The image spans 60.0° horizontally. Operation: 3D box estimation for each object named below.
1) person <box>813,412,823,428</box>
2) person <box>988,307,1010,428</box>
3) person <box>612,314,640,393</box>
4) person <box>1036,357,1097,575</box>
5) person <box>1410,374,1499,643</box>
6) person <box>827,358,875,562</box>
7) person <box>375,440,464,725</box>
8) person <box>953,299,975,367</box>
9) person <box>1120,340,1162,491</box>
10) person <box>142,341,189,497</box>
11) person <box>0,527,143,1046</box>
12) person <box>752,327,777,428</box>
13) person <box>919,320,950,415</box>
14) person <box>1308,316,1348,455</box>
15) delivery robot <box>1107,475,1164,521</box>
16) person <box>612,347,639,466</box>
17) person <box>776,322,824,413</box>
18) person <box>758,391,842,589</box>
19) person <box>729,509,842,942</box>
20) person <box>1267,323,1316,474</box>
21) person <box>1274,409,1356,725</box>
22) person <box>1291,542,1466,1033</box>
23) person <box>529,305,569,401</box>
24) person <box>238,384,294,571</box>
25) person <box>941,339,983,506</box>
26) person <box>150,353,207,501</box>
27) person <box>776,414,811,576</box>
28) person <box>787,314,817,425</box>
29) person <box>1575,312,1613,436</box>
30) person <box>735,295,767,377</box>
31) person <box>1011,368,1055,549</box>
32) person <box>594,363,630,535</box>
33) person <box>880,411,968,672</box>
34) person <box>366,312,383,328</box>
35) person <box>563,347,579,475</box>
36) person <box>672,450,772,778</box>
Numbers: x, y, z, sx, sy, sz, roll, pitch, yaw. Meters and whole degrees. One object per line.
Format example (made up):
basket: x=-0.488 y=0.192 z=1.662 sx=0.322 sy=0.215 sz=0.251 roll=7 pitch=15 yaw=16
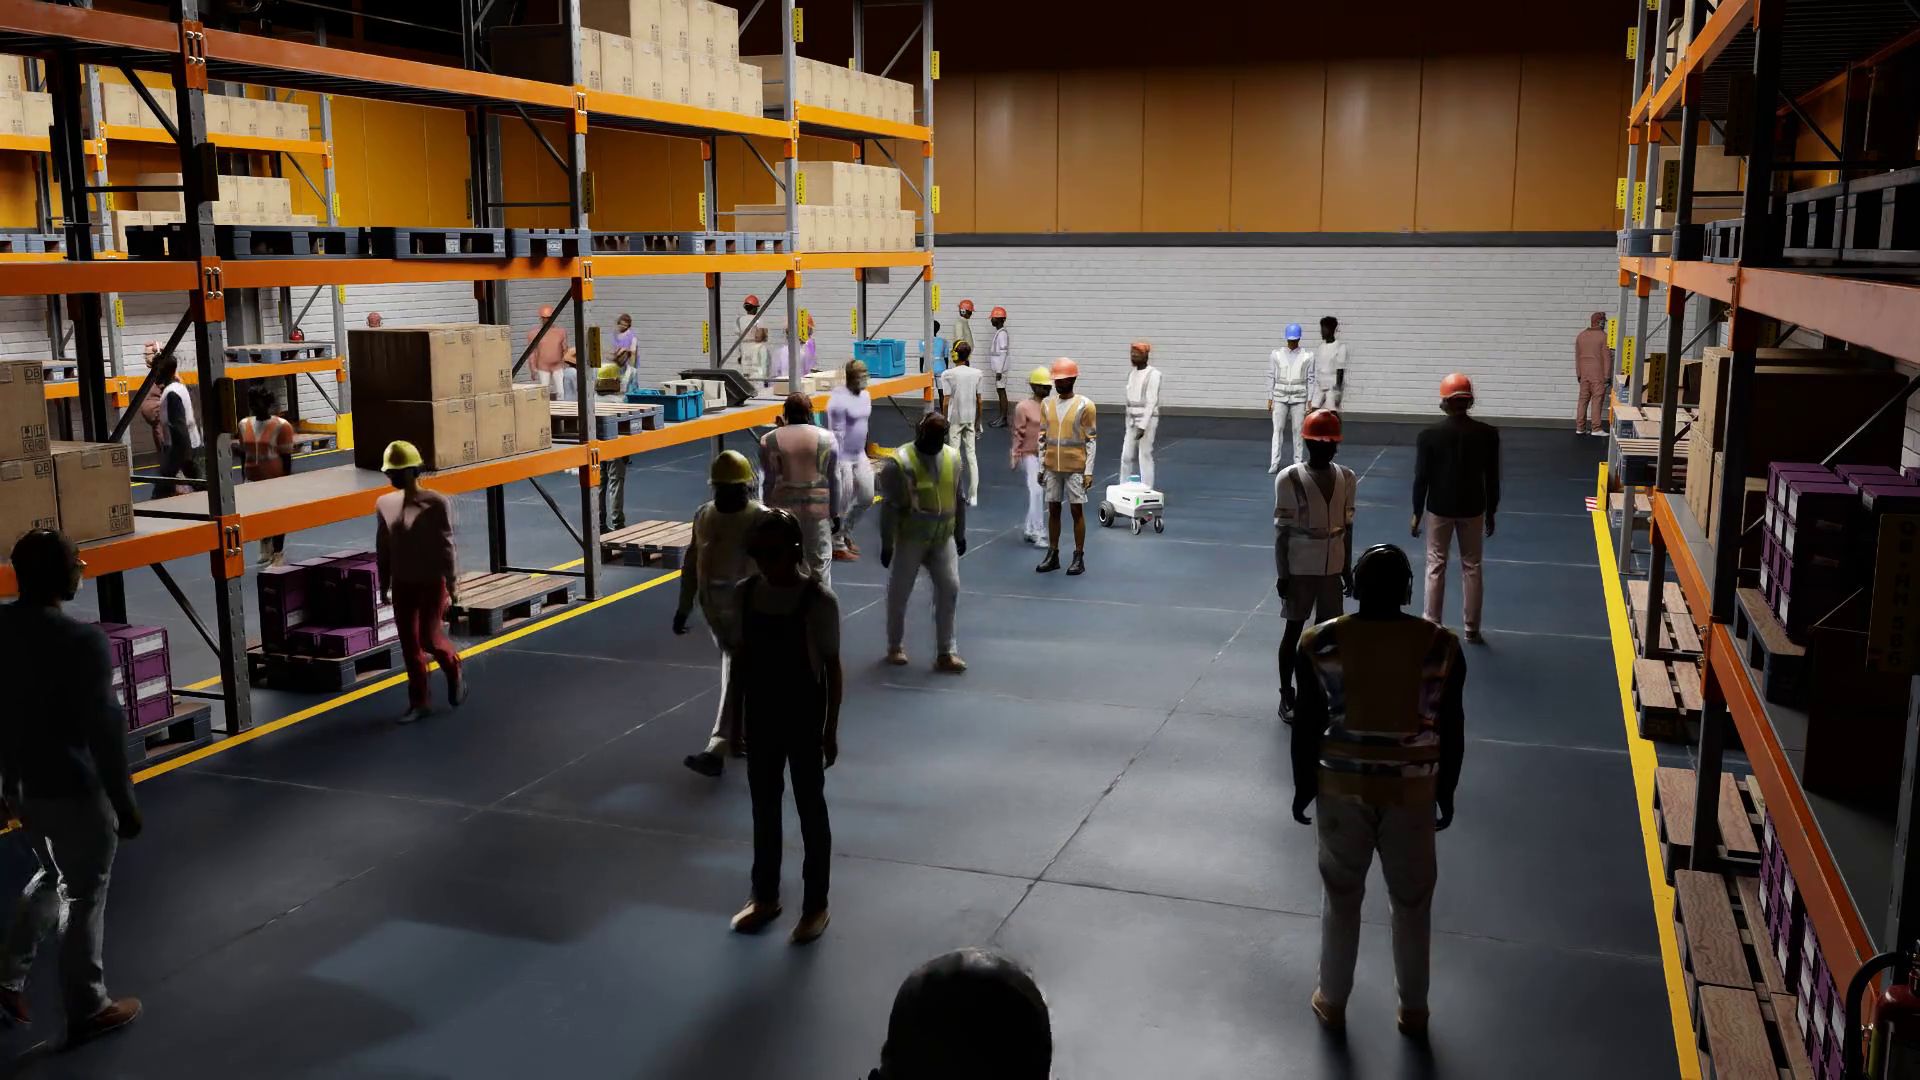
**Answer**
person: x=-2.423 y=-2.485 z=25.711 sx=0.531 sy=1.732 sz=0.888 roll=-7 pitch=12 yaw=-36
person: x=0.626 y=-2.766 z=26.687 sx=0.357 sy=1.938 sz=0.542 roll=0 pitch=10 yaw=-2
person: x=-5.521 y=-2.814 z=27.351 sx=0.401 sy=1.805 sz=0.743 roll=-10 pitch=14 yaw=-43
person: x=0.928 y=-0.653 z=14.788 sx=0.552 sy=1.935 sz=0.360 roll=6 pitch=12 yaw=29
person: x=3.630 y=-0.221 z=12.231 sx=0.632 sy=1.986 sz=0.405 roll=1 pitch=10 yaw=4
person: x=-1.018 y=-0.725 z=15.273 sx=0.502 sy=1.907 sz=0.640 roll=6 pitch=12 yaw=32
person: x=-3.315 y=0.254 z=10.188 sx=0.552 sy=1.750 sz=0.424 roll=3 pitch=10 yaw=16
person: x=0.071 y=-3.150 z=28.704 sx=0.391 sy=1.989 sz=0.611 roll=1 pitch=10 yaw=6
person: x=1.983 y=-1.278 z=18.502 sx=0.434 sy=1.875 sz=0.582 roll=-6 pitch=12 yaw=-31
person: x=-8.611 y=-1.199 z=17.990 sx=0.402 sy=1.901 sz=0.647 roll=-7 pitch=12 yaw=-36
person: x=-3.277 y=0.912 z=6.019 sx=0.643 sy=1.927 sz=0.474 roll=4 pitch=11 yaw=24
person: x=-3.243 y=-2.591 z=26.578 sx=0.621 sy=1.624 sz=0.515 roll=-5 pitch=11 yaw=-26
person: x=-0.429 y=-2.750 z=27.273 sx=0.536 sy=1.696 sz=0.322 roll=-3 pitch=11 yaw=-17
person: x=5.095 y=-2.123 z=23.050 sx=0.437 sy=1.950 sz=0.607 roll=-6 pitch=12 yaw=-29
delivery robot: x=1.800 y=-0.420 z=17.105 sx=0.477 sy=0.478 sz=0.707 roll=-4 pitch=11 yaw=-22
person: x=-4.530 y=-1.771 z=22.079 sx=0.523 sy=1.569 sz=0.891 roll=-7 pitch=12 yaw=-34
person: x=-2.004 y=-1.826 z=21.249 sx=0.625 sy=1.981 sz=1.055 roll=9 pitch=14 yaw=42
person: x=-1.193 y=-0.192 z=12.462 sx=0.621 sy=1.845 sz=0.429 roll=-1 pitch=10 yaw=-5
person: x=-0.743 y=0.774 z=7.015 sx=0.516 sy=1.842 sz=0.328 roll=4 pitch=11 yaw=22
person: x=4.223 y=-1.806 z=21.270 sx=0.602 sy=1.943 sz=0.394 roll=3 pitch=10 yaw=15
person: x=2.183 y=0.164 z=10.185 sx=0.545 sy=1.938 sz=0.359 roll=-4 pitch=11 yaw=-19
person: x=1.542 y=0.923 z=6.184 sx=0.619 sy=1.845 sz=0.430 roll=2 pitch=10 yaw=10
person: x=-6.439 y=-2.696 z=26.187 sx=0.664 sy=1.964 sz=0.810 roll=-5 pitch=11 yaw=-24
person: x=-6.223 y=-0.552 z=14.919 sx=0.541 sy=1.691 sz=0.422 roll=1 pitch=10 yaw=6
person: x=0.010 y=-1.304 z=18.627 sx=0.533 sy=1.876 sz=0.320 roll=-5 pitch=11 yaw=-24
person: x=-7.840 y=-0.924 z=16.514 sx=1.020 sy=1.862 sz=0.615 roll=-4 pitch=11 yaw=-21
person: x=-1.293 y=-0.181 z=12.966 sx=0.315 sy=1.641 sz=0.514 roll=-7 pitch=12 yaw=-34
person: x=-2.249 y=-2.308 z=24.107 sx=0.552 sy=1.935 sz=0.366 roll=9 pitch=14 yaw=42
person: x=9.752 y=-2.544 z=25.529 sx=0.408 sy=1.905 sz=0.653 roll=-5 pitch=11 yaw=-26
person: x=-3.645 y=-3.269 z=29.229 sx=0.616 sy=2.040 sz=0.382 roll=5 pitch=11 yaw=27
person: x=0.824 y=-0.777 z=16.037 sx=0.550 sy=1.741 sz=0.742 roll=-7 pitch=12 yaw=-35
person: x=-3.515 y=-0.903 z=16.742 sx=0.487 sy=1.744 sz=0.294 roll=6 pitch=12 yaw=32
person: x=-0.221 y=0.010 z=11.444 sx=0.736 sy=1.791 sz=0.839 roll=-6 pitch=12 yaw=-31
person: x=-8.884 y=-2.520 z=25.389 sx=0.643 sy=1.909 sz=0.410 roll=-5 pitch=11 yaw=-25
person: x=-4.922 y=-1.654 z=21.285 sx=0.271 sy=1.631 sz=0.507 roll=-6 pitch=12 yaw=-30
person: x=-1.337 y=0.404 z=9.239 sx=0.600 sy=1.794 sz=0.868 roll=7 pitch=12 yaw=35
